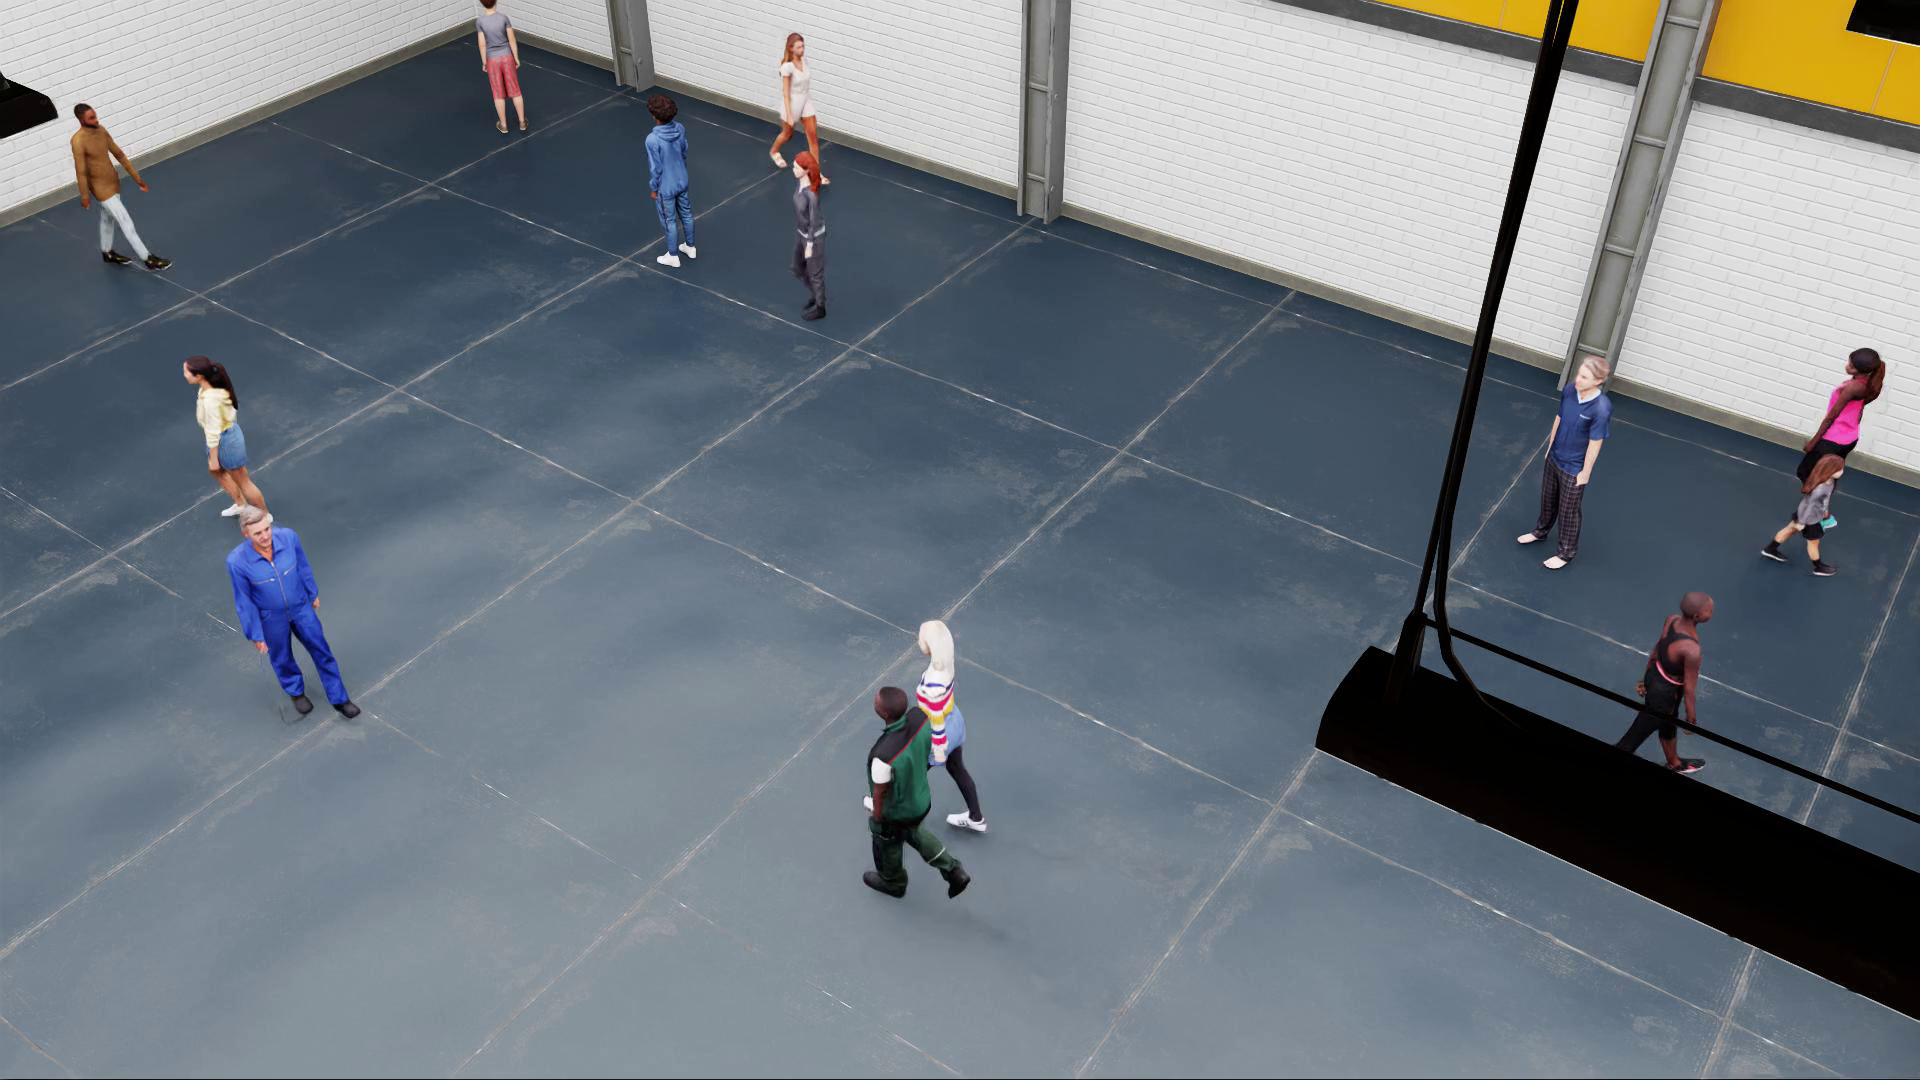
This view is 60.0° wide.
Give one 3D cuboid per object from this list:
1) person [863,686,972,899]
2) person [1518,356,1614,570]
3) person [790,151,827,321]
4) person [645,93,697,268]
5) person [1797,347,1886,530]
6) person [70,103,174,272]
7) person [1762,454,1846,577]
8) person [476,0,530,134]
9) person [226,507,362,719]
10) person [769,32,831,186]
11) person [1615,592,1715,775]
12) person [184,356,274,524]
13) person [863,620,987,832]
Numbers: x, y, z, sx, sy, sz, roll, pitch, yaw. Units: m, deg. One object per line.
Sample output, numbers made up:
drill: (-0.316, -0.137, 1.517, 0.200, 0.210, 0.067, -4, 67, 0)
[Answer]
person: (-0.294, 1.625, 10.168, 0.996, 1.820, 0.742, 19, 42, 22)
person: (4.764, -0.632, 12.956, 0.796, 1.868, 0.678, -15, 41, -18)
person: (-1.352, -2.903, 15.878, 0.774, 1.771, 0.675, -13, 41, -16)
person: (-2.919, -3.629, 16.754, 0.579, 1.811, 0.685, 27, 46, 29)
person: (6.998, -0.764, 13.244, 0.739, 1.714, 0.767, -15, 41, -18)
person: (-8.651, -3.525, 16.657, 1.159, 1.770, 0.959, 4, 39, 4)
person: (6.641, -0.233, 13.090, 0.769, 1.076, 0.500, 22, 44, 25)
person: (-5.332, -5.547, 19.284, 0.675, 1.650, 0.706, -12, 40, -14)
person: (-4.768, 0.469, 11.618, 0.860, 1.816, 0.941, -30, 48, -32)
person: (-1.853, -4.776, 18.316, 1.181, 1.655, 0.670, 30, 47, 32)
person: (4.530, 1.032, 10.984, 1.137, 1.728, 0.979, 0, 39, 0)
person: (-5.799, -0.786, 13.349, 0.837, 1.618, 0.760, -13, 40, -15)
person: (-0.035, 1.242, 10.691, 1.168, 1.766, 0.936, 8, 39, 10)
